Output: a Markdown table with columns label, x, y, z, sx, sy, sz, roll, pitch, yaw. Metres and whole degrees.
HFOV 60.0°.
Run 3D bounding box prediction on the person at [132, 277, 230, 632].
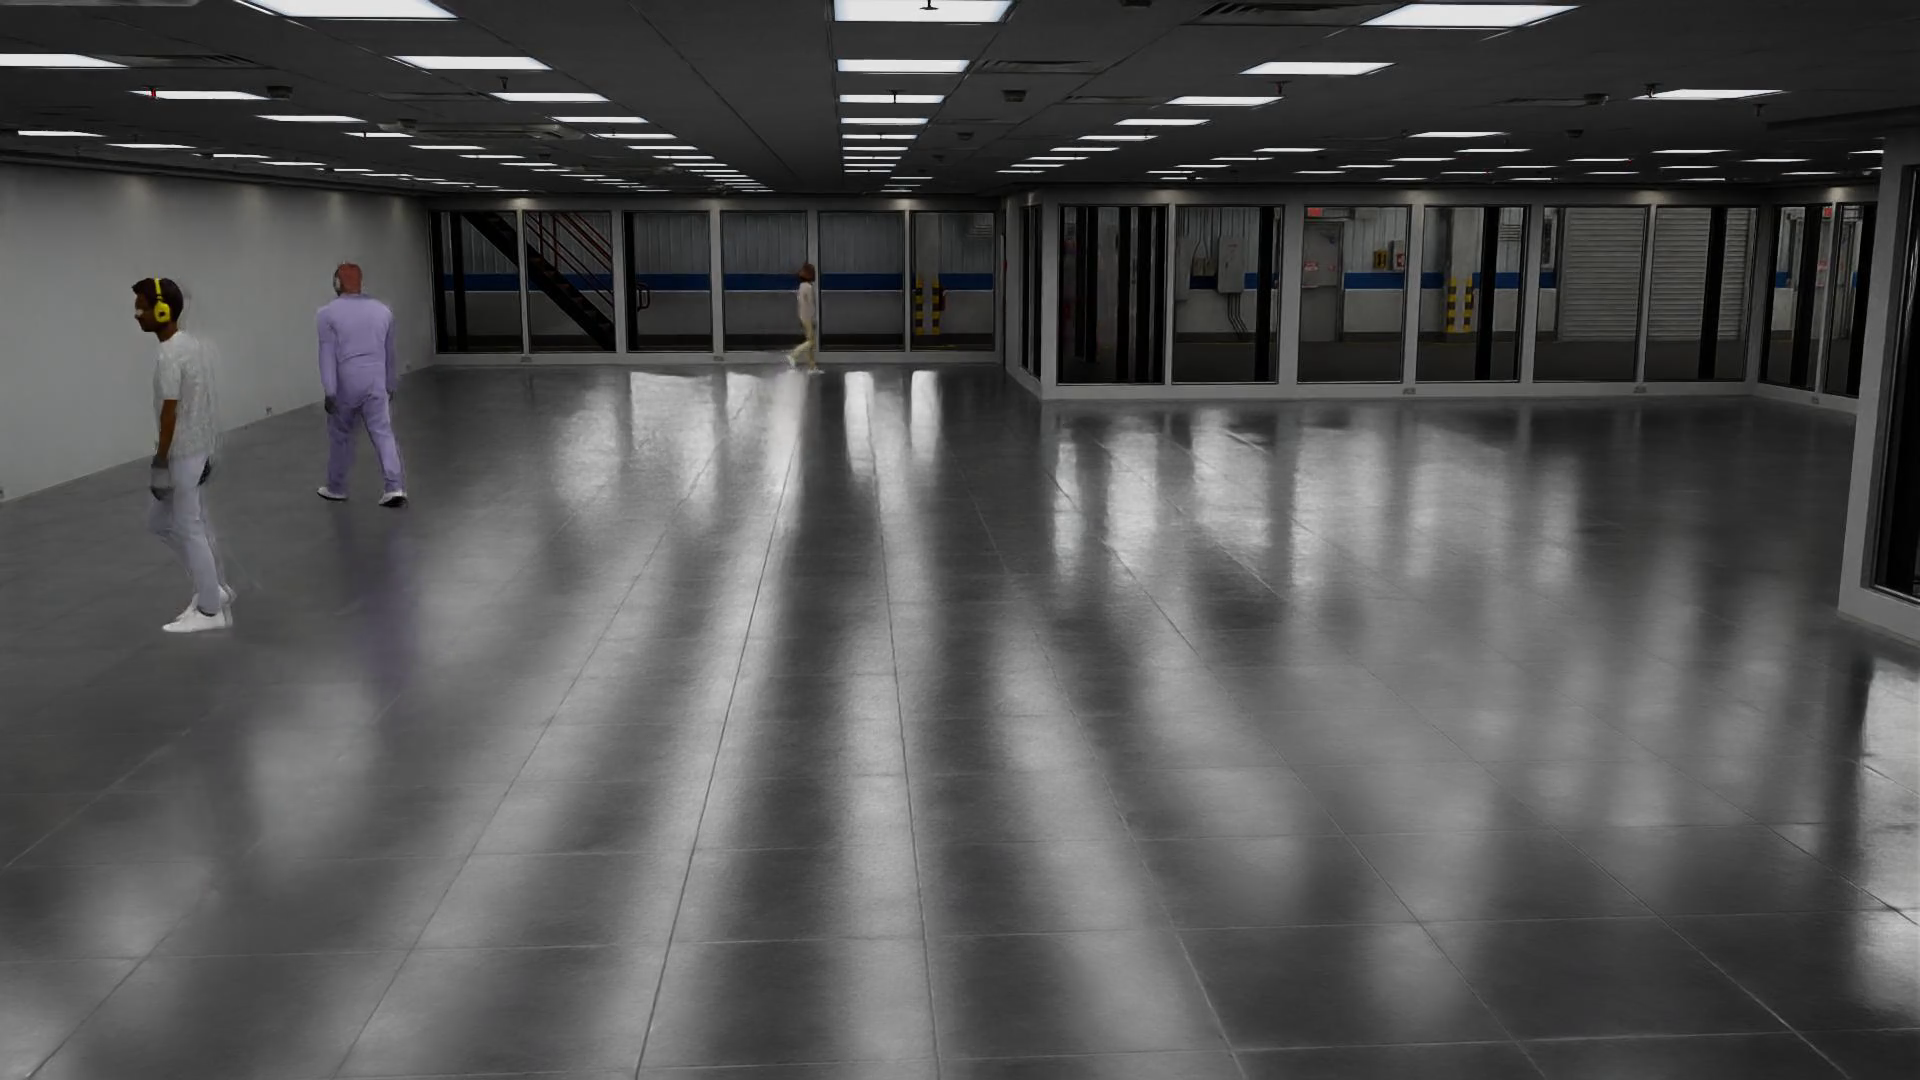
| label | x | y | z | sx | sy | sz | roll | pitch | yaw |
| --- | --- | --- | --- | --- | --- | --- | --- | --- | --- |
| person | -4.063 | -0.423 | 8.613 | 0.419 | 1.851 | 0.573 | -3 | 11 | -17 |

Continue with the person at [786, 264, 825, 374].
| label | x | y | z | sx | sy | sz | roll | pitch | yaw |
| --- | --- | --- | --- | --- | --- | --- | --- | --- | --- |
| person | -2.264 | -3.231 | 24.361 | 0.528 | 1.620 | 0.511 | -4 | 11 | -19 |

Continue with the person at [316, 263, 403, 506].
| label | x | y | z | sx | sy | sz | roll | pitch | yaw |
| --- | --- | --- | --- | --- | --- | --- | --- | --- | --- |
| person | -4.602 | -1.182 | 12.740 | 1.006 | 1.867 | 0.665 | 9 | 14 | 42 |
